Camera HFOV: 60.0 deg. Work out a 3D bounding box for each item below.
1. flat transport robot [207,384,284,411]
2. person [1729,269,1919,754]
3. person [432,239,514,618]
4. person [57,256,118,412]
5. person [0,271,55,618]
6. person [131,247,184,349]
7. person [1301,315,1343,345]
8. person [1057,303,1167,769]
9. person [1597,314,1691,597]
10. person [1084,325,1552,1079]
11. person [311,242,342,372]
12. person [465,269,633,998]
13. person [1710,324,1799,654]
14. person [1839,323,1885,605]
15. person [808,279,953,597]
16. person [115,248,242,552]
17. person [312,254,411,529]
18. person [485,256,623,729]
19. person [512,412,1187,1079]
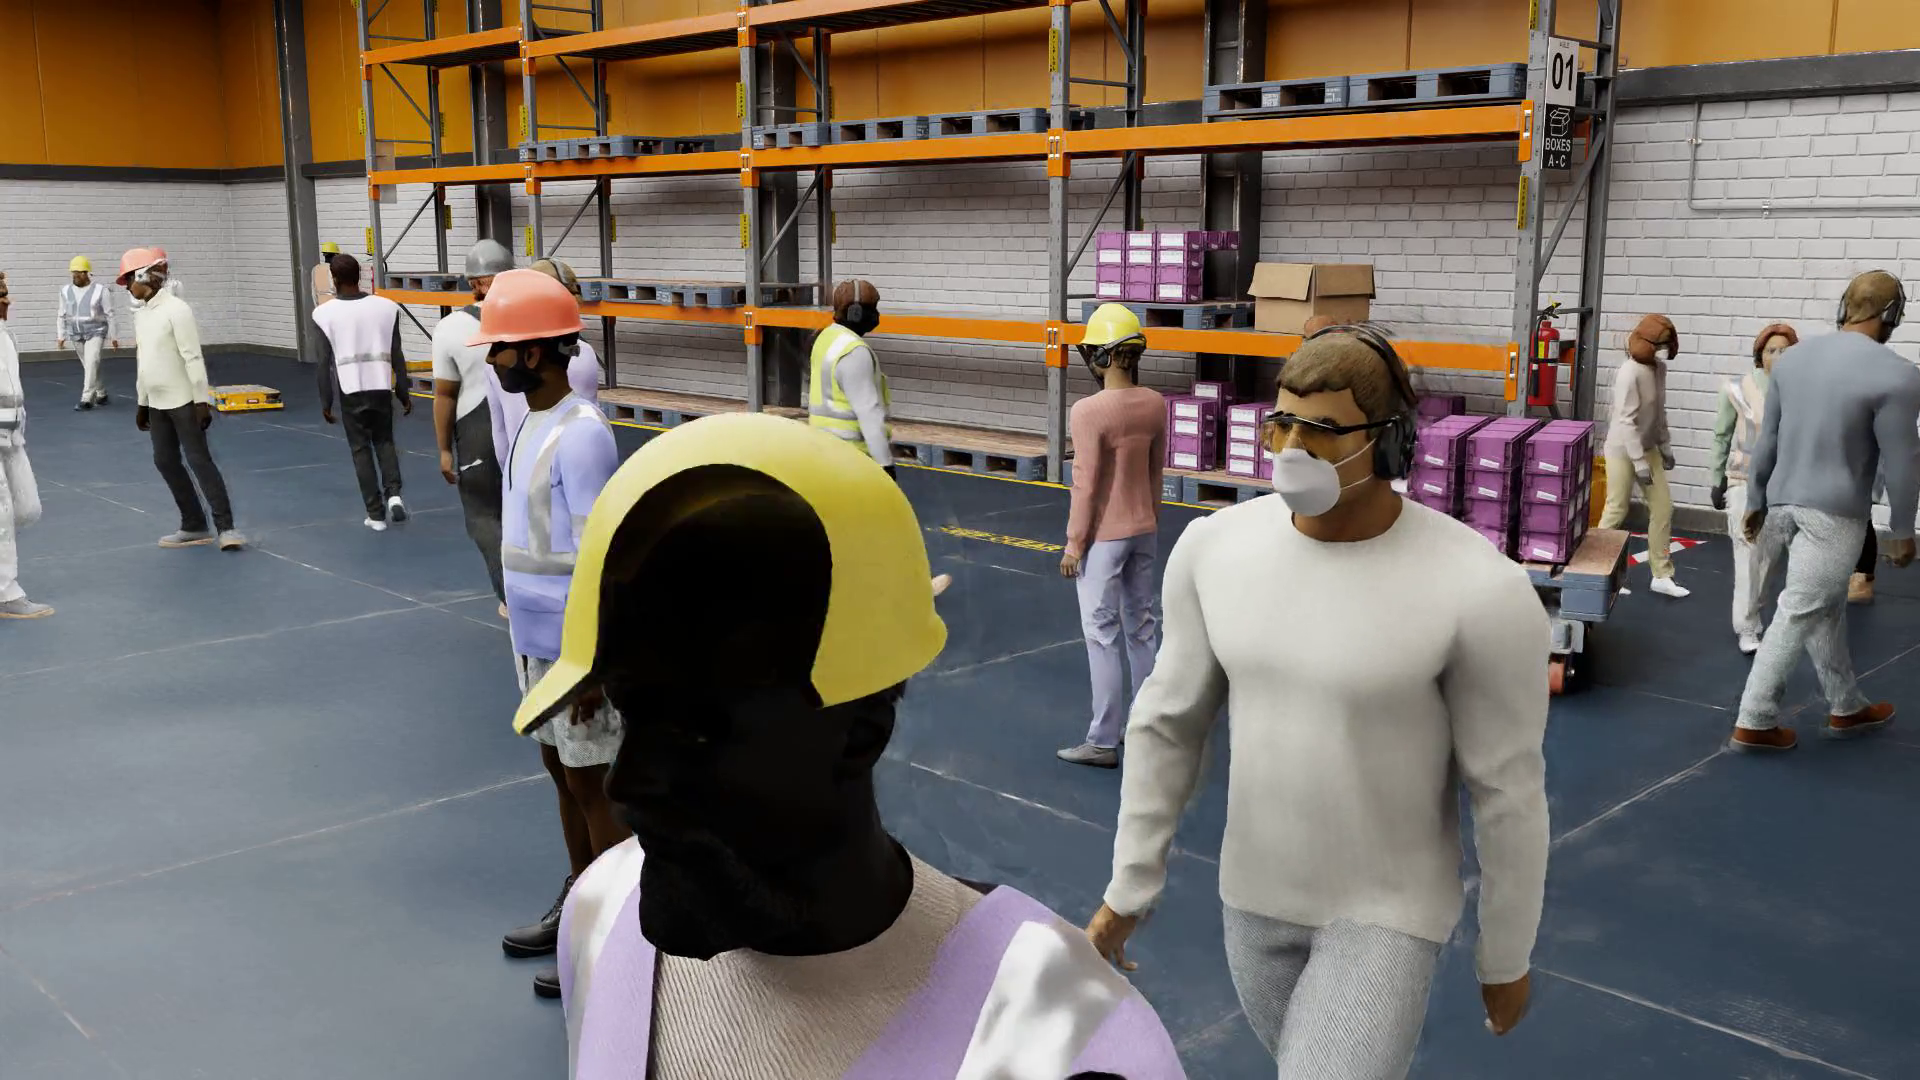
[{"bbox_3d":[-8.467,-1.680,19.535,0.652,0.197,1.431,-7,13,-35],"label":"flat transport robot"},{"bbox_3d":[3.444,-0.093,6.473,0.921,1.880,0.644,-3,11,-16],"label":"person"},{"bbox_3d":[-2.279,-0.524,8.399,0.697,2.000,0.810,-7,13,-34],"label":"person"},{"bbox_3d":[-10.196,-2.416,19.436,0.609,1.784,0.965,0,10,1],"label":"person"},{"bbox_3d":[-5.156,-0.501,8.756,0.551,1.872,0.588,0,10,1],"label":"person"},{"bbox_3d":[-9.015,-2.345,18.747,0.557,1.892,1.007,-6,12,-32],"label":"person"},{"bbox_3d":[2.068,-0.468,9.348,0.895,1.591,0.506,-1,10,-5],"label":"person"},{"bbox_3d":[0.576,-0.013,6.365,0.310,1.768,0.533,10,14,43],"label":"person"},{"bbox_3d":[3.783,-0.447,9.197,0.527,1.594,0.647,-8,13,-39],"label":"person"},{"bbox_3d":[0.594,0.602,2.699,1.007,1.893,0.636,-10,15,-44],"label":"person"},{"bbox_3d":[-9.282,-3.434,24.588,0.593,1.922,0.378,4,11,23],"label":"person"},{"bbox_3d":[-1.083,0.254,4.446,0.370,1.933,0.550,-6,12,-28],"label":"person"},{"bbox_3d":[3.990,-0.268,8.221,0.519,1.594,0.853,2,11,11],"label":"person"},{"bbox_3d":[4.969,-0.493,9.187,0.339,1.685,0.553,2,11,13],"label":"person"},{"bbox_3d":[-0.501,-0.463,8.748,0.964,1.788,0.656,-3,11,-14],"label":"person"},{"bbox_3d":[-5.018,-0.890,10.684,0.812,1.940,0.420,7,12,32],"label":"person"},{"bbox_3d":[-4.107,-1.009,11.436,0.627,1.895,0.446,-8,13,-36],"label":"person"},{"bbox_3d":[-1.636,-0.169,6.747,0.631,1.939,0.372,8,13,37],"label":"person"},{"bbox_3d":[-0.091,0.849,1.279,0.585,1.912,0.459,8,13,37],"label":"person"}]
